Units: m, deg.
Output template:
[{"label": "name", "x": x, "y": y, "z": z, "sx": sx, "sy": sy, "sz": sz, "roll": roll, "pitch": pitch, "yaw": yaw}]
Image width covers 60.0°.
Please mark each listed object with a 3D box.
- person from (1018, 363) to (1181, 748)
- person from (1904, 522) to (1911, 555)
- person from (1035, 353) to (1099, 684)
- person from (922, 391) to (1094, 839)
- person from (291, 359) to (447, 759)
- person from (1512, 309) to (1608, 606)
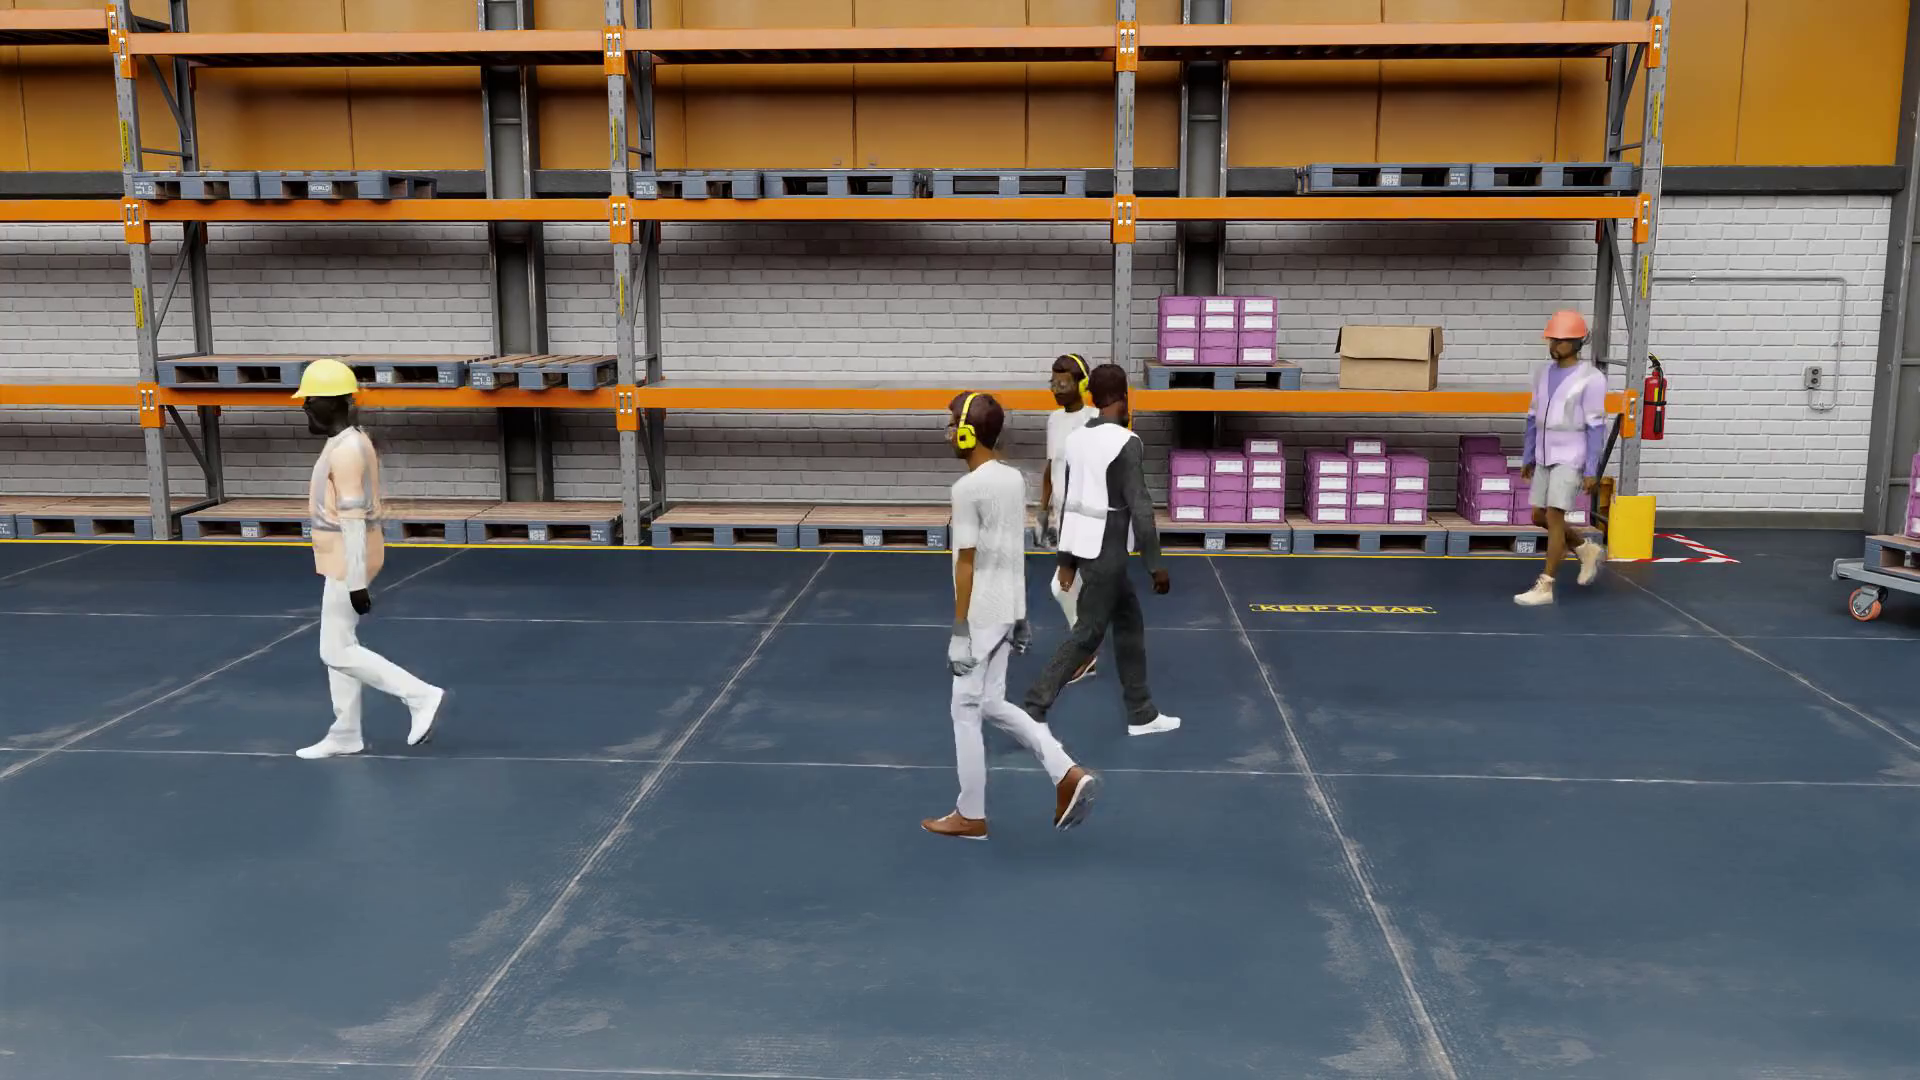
[{"label": "person", "x": 0.647, "y": 0.078, "z": 8.110, "sx": 0.947, "sy": 1.864, "sz": 0.617, "roll": -3, "pitch": 10, "yaw": -18}, {"label": "person", "x": 7.300, "y": -0.604, "z": 12.184, "sx": 0.979, "sy": 1.849, "sz": 0.653, "roll": -4, "pitch": 10, "yaw": -20}, {"label": "person", "x": 0.612, "y": -0.108, "z": 9.235, "sx": 0.490, "sy": 1.845, "sz": 0.573, "roll": -6, "pitch": 12, "yaw": -33}, {"label": "person", "x": 0.171, "y": 0.334, "z": 6.683, "sx": 0.634, "sy": 1.848, "sz": 0.526, "roll": 5, "pitch": 11, "yaw": 28}, {"label": "person", "x": -2.829, "y": 0.101, "z": 7.837, "sx": 0.611, "sy": 1.910, "sz": 0.592, "roll": -3, "pitch": 10, "yaw": -17}, {"label": "person", "x": 4.178, "y": -0.566, "z": 11.411, "sx": 0.774, "sy": 2.027, "sz": 0.622, "roll": -4, "pitch": 10, "yaw": -22}]
